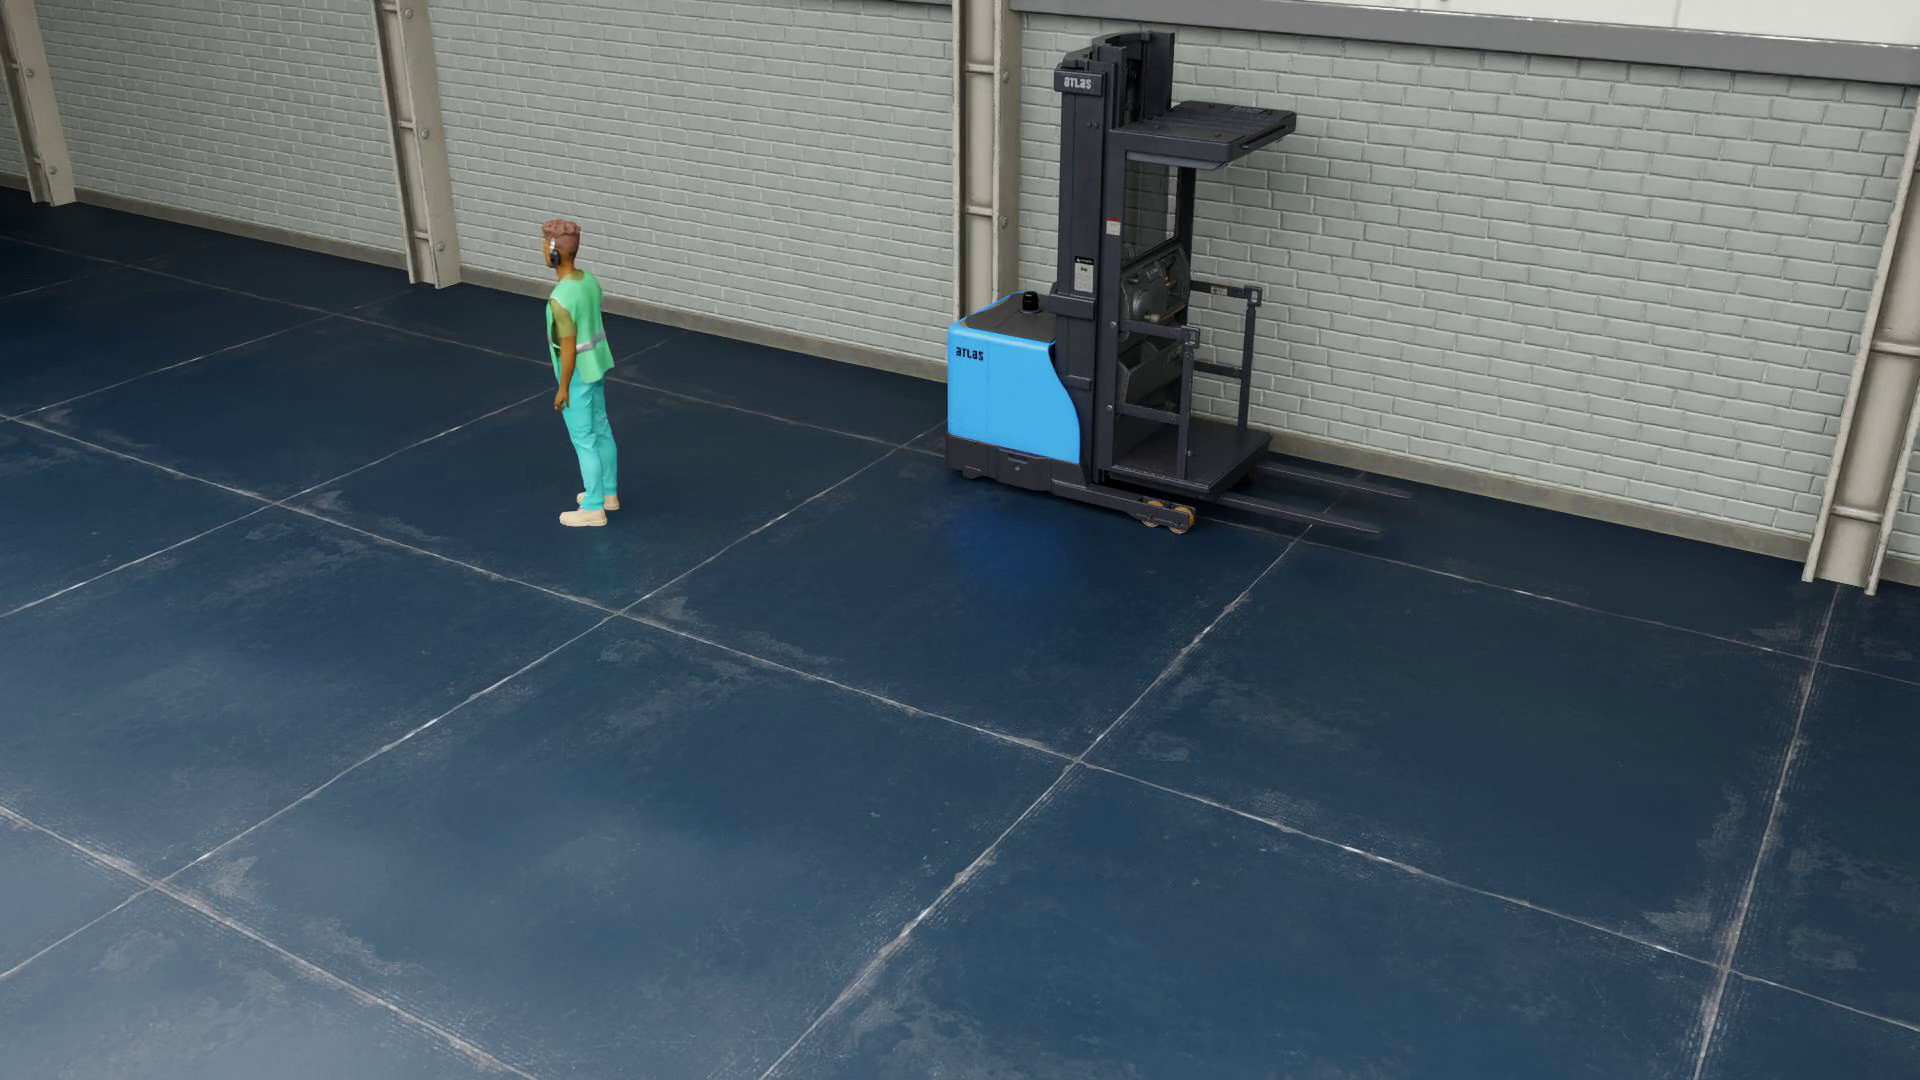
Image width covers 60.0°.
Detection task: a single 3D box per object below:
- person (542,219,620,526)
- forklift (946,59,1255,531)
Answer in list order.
[{"bbox_3d":[-2.384,-1.036,10.455,0.402,1.978,0.484,5,26,11],"label":"person"},{"bbox_3d":[0.933,-1.707,10.833,1.873,2.768,1.129,15,29,28],"label":"forklift"}]
